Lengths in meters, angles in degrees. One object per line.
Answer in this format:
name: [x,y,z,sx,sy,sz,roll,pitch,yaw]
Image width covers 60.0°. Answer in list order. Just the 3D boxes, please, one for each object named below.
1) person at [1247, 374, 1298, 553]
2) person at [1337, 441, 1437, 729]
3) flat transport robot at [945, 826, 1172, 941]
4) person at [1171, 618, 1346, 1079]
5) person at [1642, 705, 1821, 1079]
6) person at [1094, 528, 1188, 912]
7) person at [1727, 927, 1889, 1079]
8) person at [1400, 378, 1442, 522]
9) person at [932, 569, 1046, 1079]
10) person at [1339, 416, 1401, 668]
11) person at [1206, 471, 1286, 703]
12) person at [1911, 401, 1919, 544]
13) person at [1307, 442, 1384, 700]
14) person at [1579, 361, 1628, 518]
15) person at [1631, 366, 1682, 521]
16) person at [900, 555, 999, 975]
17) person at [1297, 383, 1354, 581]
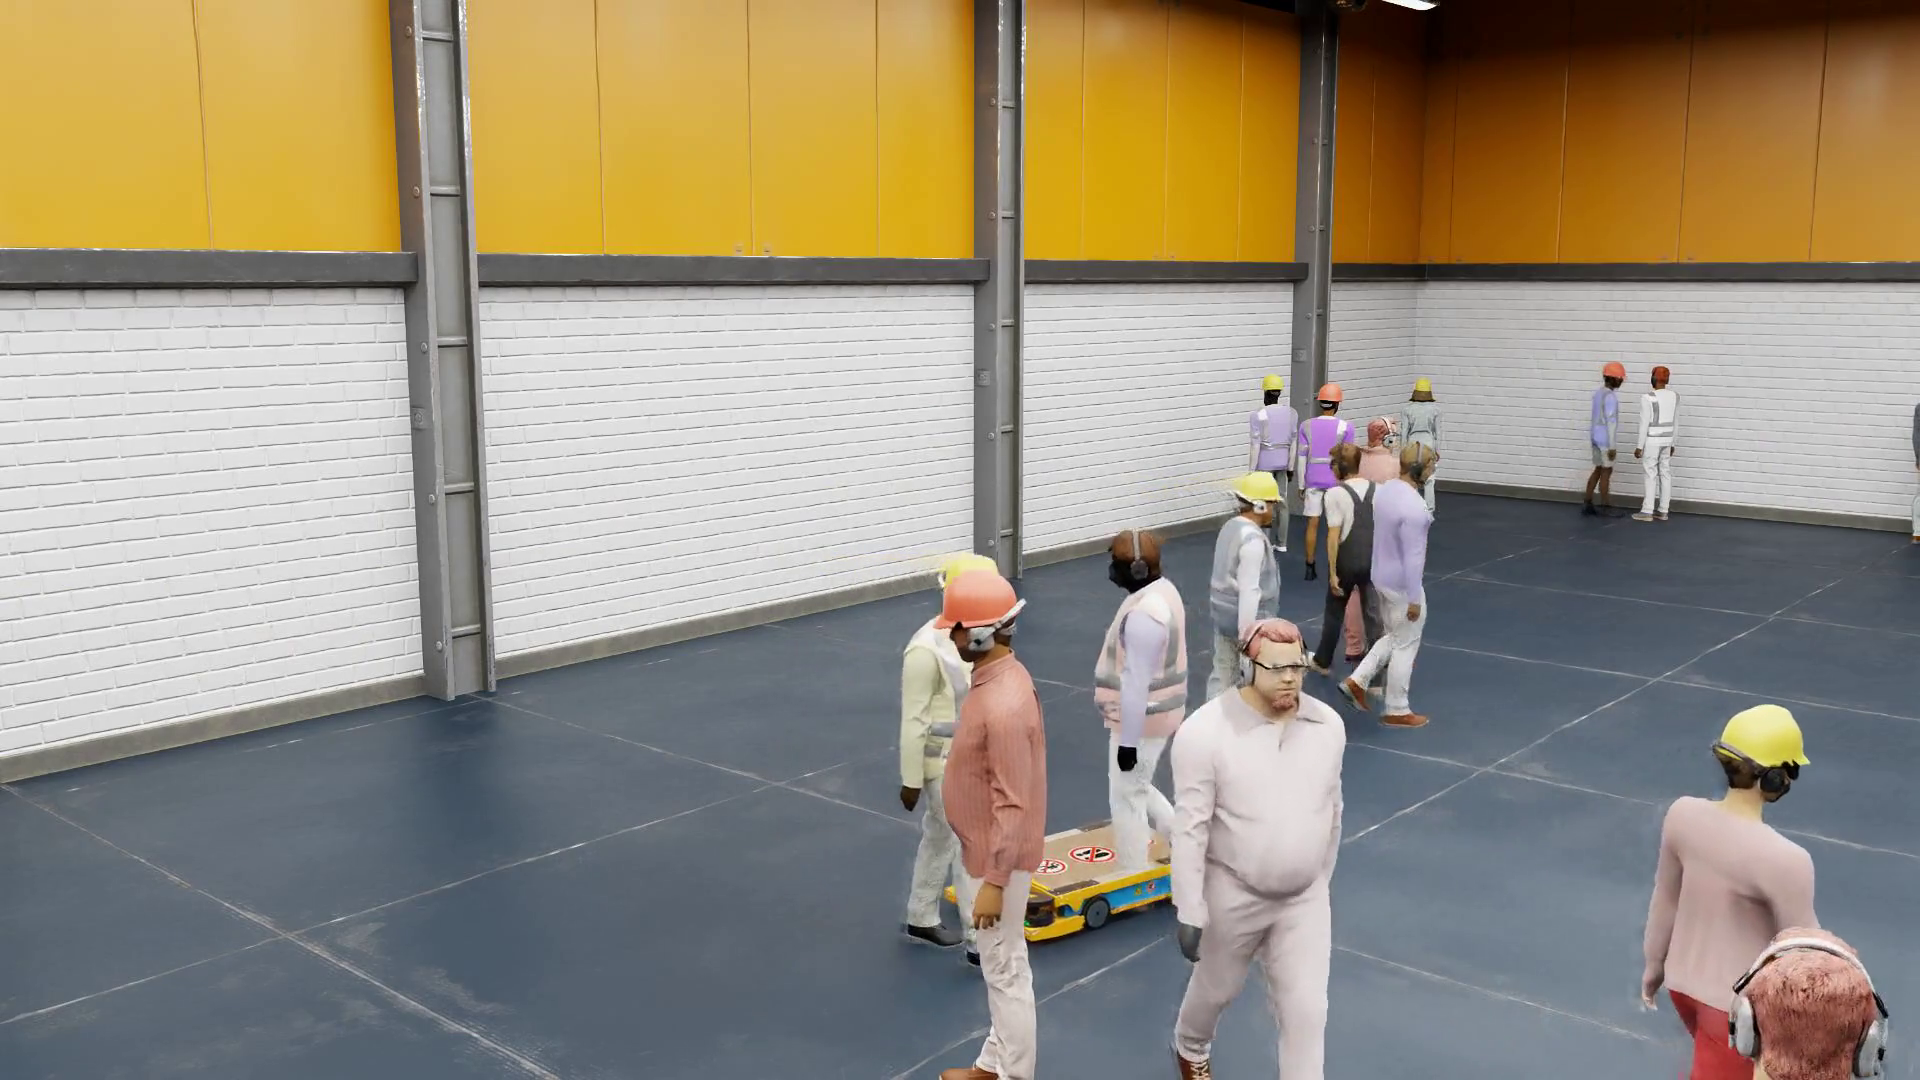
person: [3.311,-0.801,17.743,0.594,1.926,0.367,-4,10,-25]
person: [2.839,0.304,10.833,0.502,1.917,0.643,-1,9,-5]
flat transport robot: [0.692,1.579,7.980,1.431,0.197,0.652,-7,11,-36]
person: [0.995,1.164,5.625,0.649,1.869,0.981,-2,9,-13]
person: [2.348,1.334,4.899,0.749,1.734,0.554,-3,9,-16]
person: [0.869,0.845,7.746,0.497,1.820,0.632,2,9,13]
person: [1.455,1.583,2.962,0.659,1.869,0.926,4,10,25]
person: [5.550,-1.079,20.066,0.493,1.743,0.297,2,9,11]
person: [0.101,1.078,5.758,0.391,1.987,0.608,0,9,-1]
person: [3.190,0.011,12.706,0.400,1.910,0.643,-6,11,-32]
person: [1.827,0.486,10.045,0.762,1.800,0.588,-2,9,-11]
person: [10.756,-0.893,18.286,0.377,1.940,0.629,-2,9,-15]
person: [2.793,0.190,11.927,0.552,1.785,0.977,-2,9,-13]
person: [7.947,-1.234,20.456,0.397,1.937,0.561,0,9,1]
person: [8.448,-1.166,20.176,0.576,1.882,0.355,-3,10,-21]
person: [0.064,0.955,7.151,0.773,1.786,0.589,4,10,23]
person: [3.568,-0.559,16.196,0.551,1.934,0.373,4,10,24]
